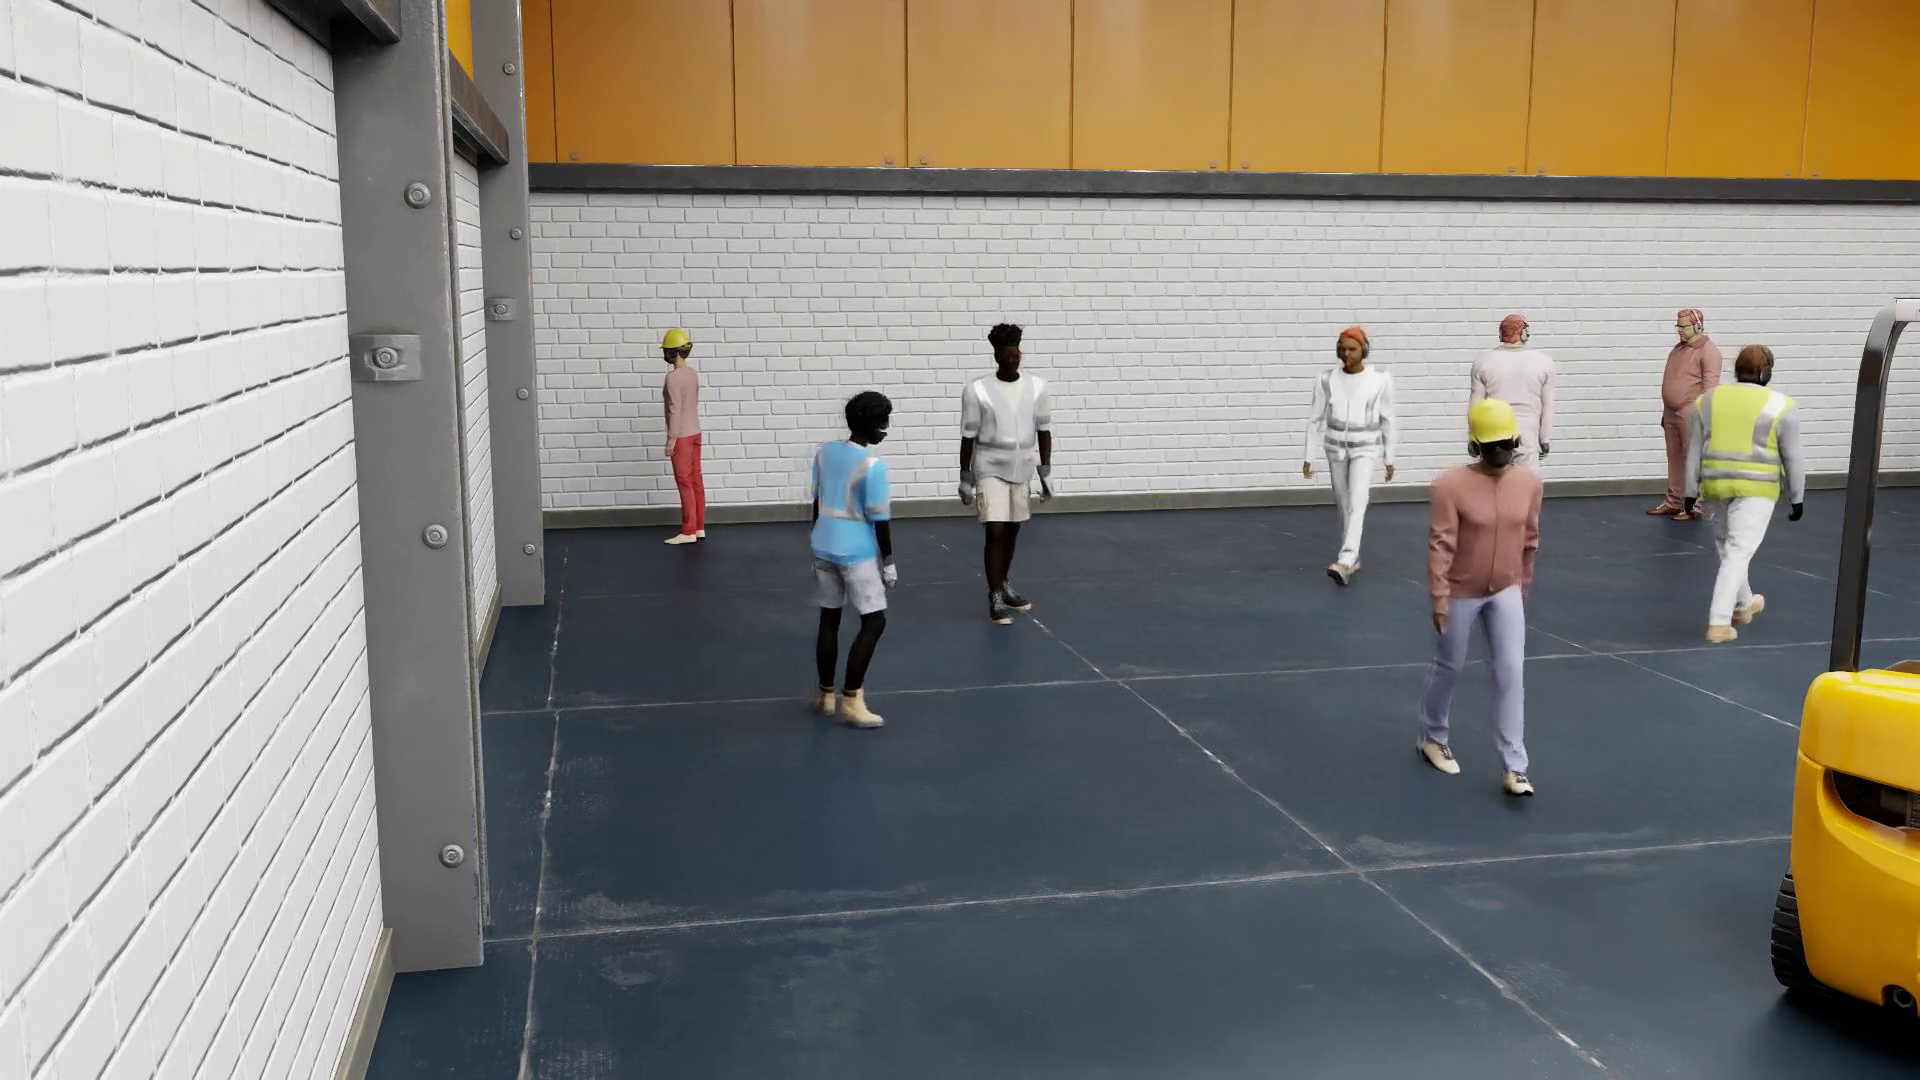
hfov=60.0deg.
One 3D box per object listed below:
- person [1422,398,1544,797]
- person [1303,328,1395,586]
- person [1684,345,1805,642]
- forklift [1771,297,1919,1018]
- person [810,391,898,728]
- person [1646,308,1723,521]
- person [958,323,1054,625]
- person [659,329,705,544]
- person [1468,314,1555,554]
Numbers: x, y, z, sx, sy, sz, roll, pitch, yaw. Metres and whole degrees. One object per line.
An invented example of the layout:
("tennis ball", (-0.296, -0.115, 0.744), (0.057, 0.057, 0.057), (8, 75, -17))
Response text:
("person", (2.261, 0.243, 7.176), (0.548, 1.717, 0.890), (-1, 9, -8))
("person", (2.792, -0.608, 12.020), (0.611, 1.825, 1.008), (5, 11, 29))
("person", (4.860, -0.298, 10.262), (0.971, 1.786, 0.649), (-8, 12, -39))
("forklift", (3.542, 0.334, 5.177), (2.313, 2.155, 1.214), (-9, 13, -43))
("person", (-0.560, 0.087, 8.294), (0.318, 1.665, 0.617), (-9, 13, -42))
("person", (6.516, -1.126, 14.967), (0.407, 1.904, 0.639), (-2, 9, -10))
("person", (0.288, -0.437, 10.762), (0.627, 1.925, 0.689), (-4, 10, -25))
("person", (-2.295, -0.843, 13.652), (0.331, 1.768, 0.526), (2, 10, 13))
("person", (4.308, -0.812, 13.046), (0.643, 1.905, 0.399), (2, 10, 14))
